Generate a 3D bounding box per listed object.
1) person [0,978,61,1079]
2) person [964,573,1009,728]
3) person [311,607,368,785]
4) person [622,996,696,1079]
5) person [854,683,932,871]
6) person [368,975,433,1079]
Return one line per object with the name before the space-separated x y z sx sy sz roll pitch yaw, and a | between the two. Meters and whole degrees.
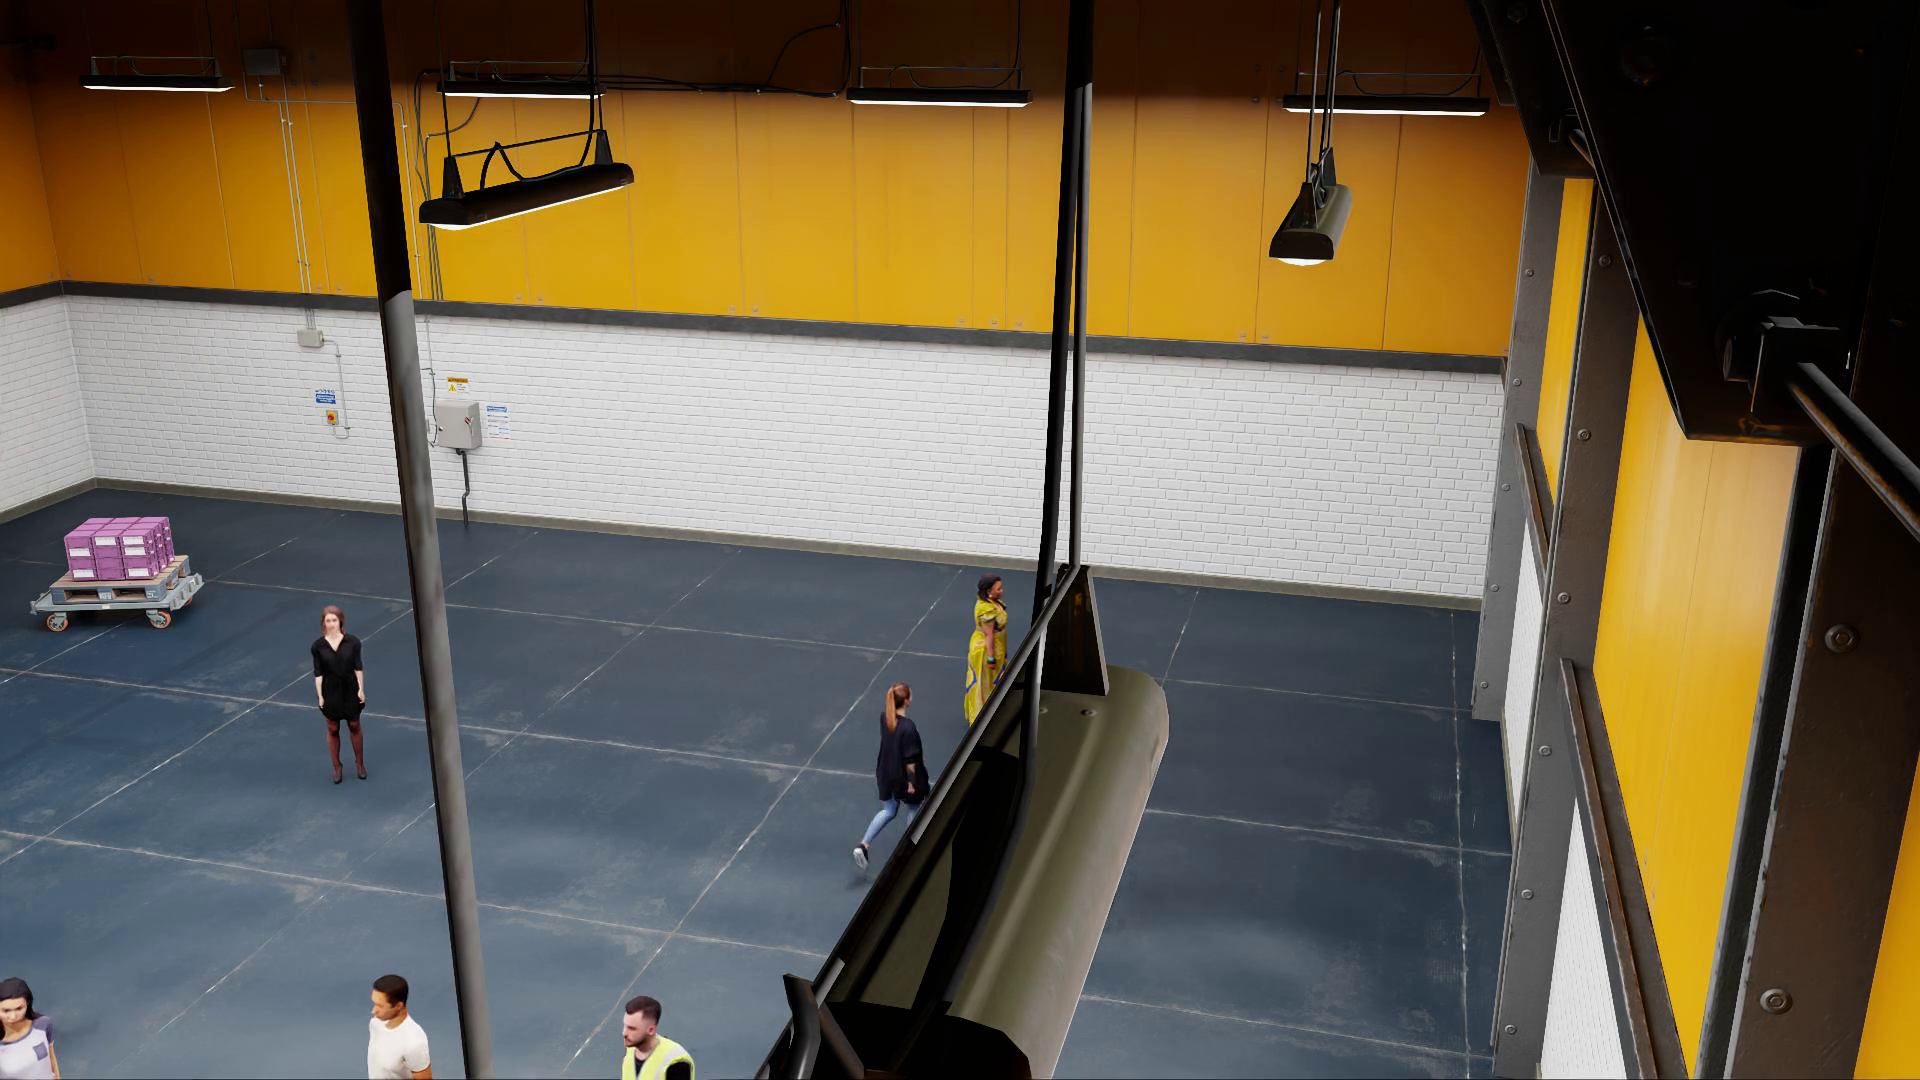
person | -5.411 3.317 9.667 0.696 1.731 0.542 11 21 29
person | 0.278 1.105 16.347 0.999 1.660 0.832 0 19 -1
person | -5.720 1.417 15.349 0.655 1.706 0.684 -7 20 -21
person | -1.640 3.341 9.453 0.906 1.822 1.055 13 22 33
person | -0.565 1.980 13.746 1.132 1.662 0.970 -16 24 -39
person | -3.207 3.294 9.628 0.708 1.799 0.676 14 23 36
